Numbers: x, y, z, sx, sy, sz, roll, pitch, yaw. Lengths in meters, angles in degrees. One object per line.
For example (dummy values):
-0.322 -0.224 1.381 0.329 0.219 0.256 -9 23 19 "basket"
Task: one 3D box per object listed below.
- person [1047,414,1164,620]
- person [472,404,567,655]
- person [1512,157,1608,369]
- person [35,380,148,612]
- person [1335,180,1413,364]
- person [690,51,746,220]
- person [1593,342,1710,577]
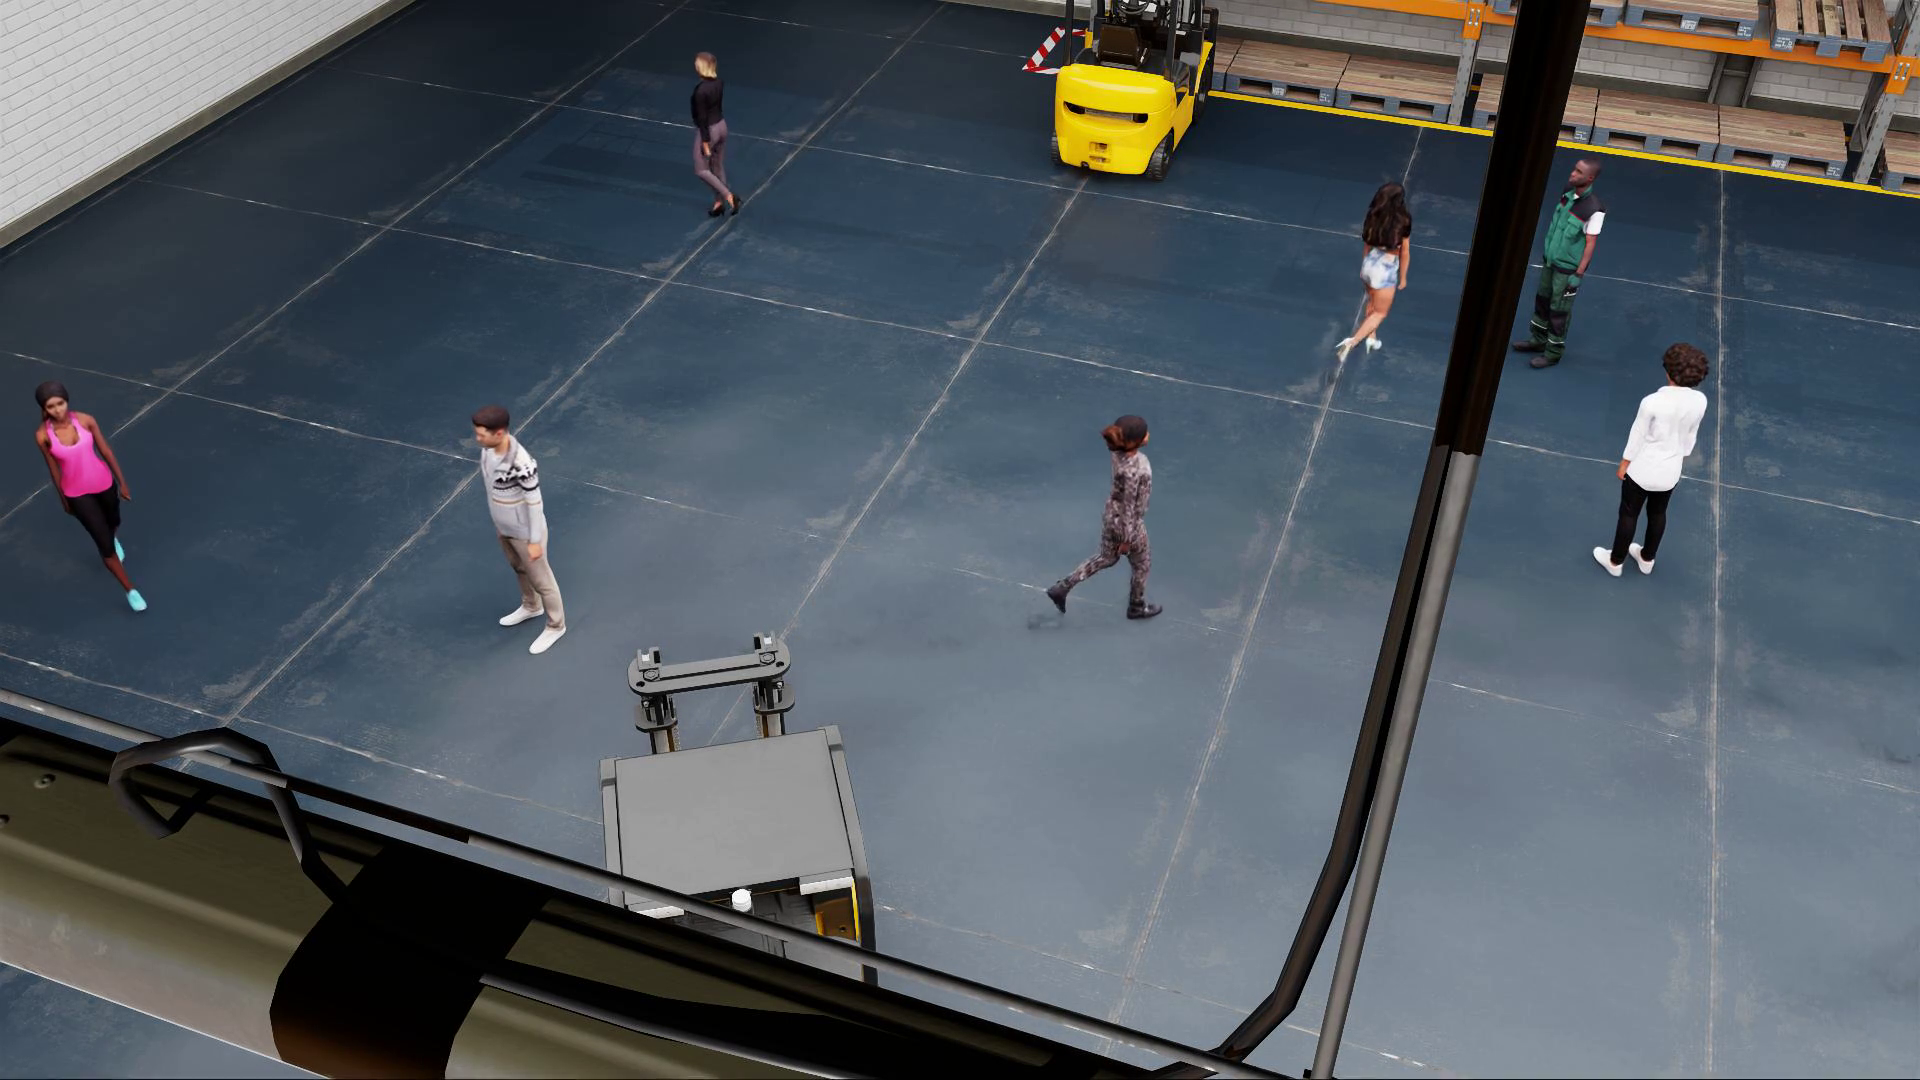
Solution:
0.998 -0.112 10.953 1.121 1.696 0.915 -6 39 -7 "person"
-2.868 -0.119 10.832 0.826 1.860 0.684 -30 47 -32 "person"
4.931 -2.267 13.537 0.809 1.840 0.786 -9 40 -11 "person"
-5.913 -0.374 11.285 0.947 1.691 1.171 -27 46 -30 "person"
3.383 -2.123 13.543 0.912 1.608 0.952 -27 46 -30 "person"
-2.247 -3.729 15.511 0.752 1.660 0.639 17 42 20 "person"
4.772 -0.527 11.386 0.648 1.805 0.767 -5 39 -6 "person"
